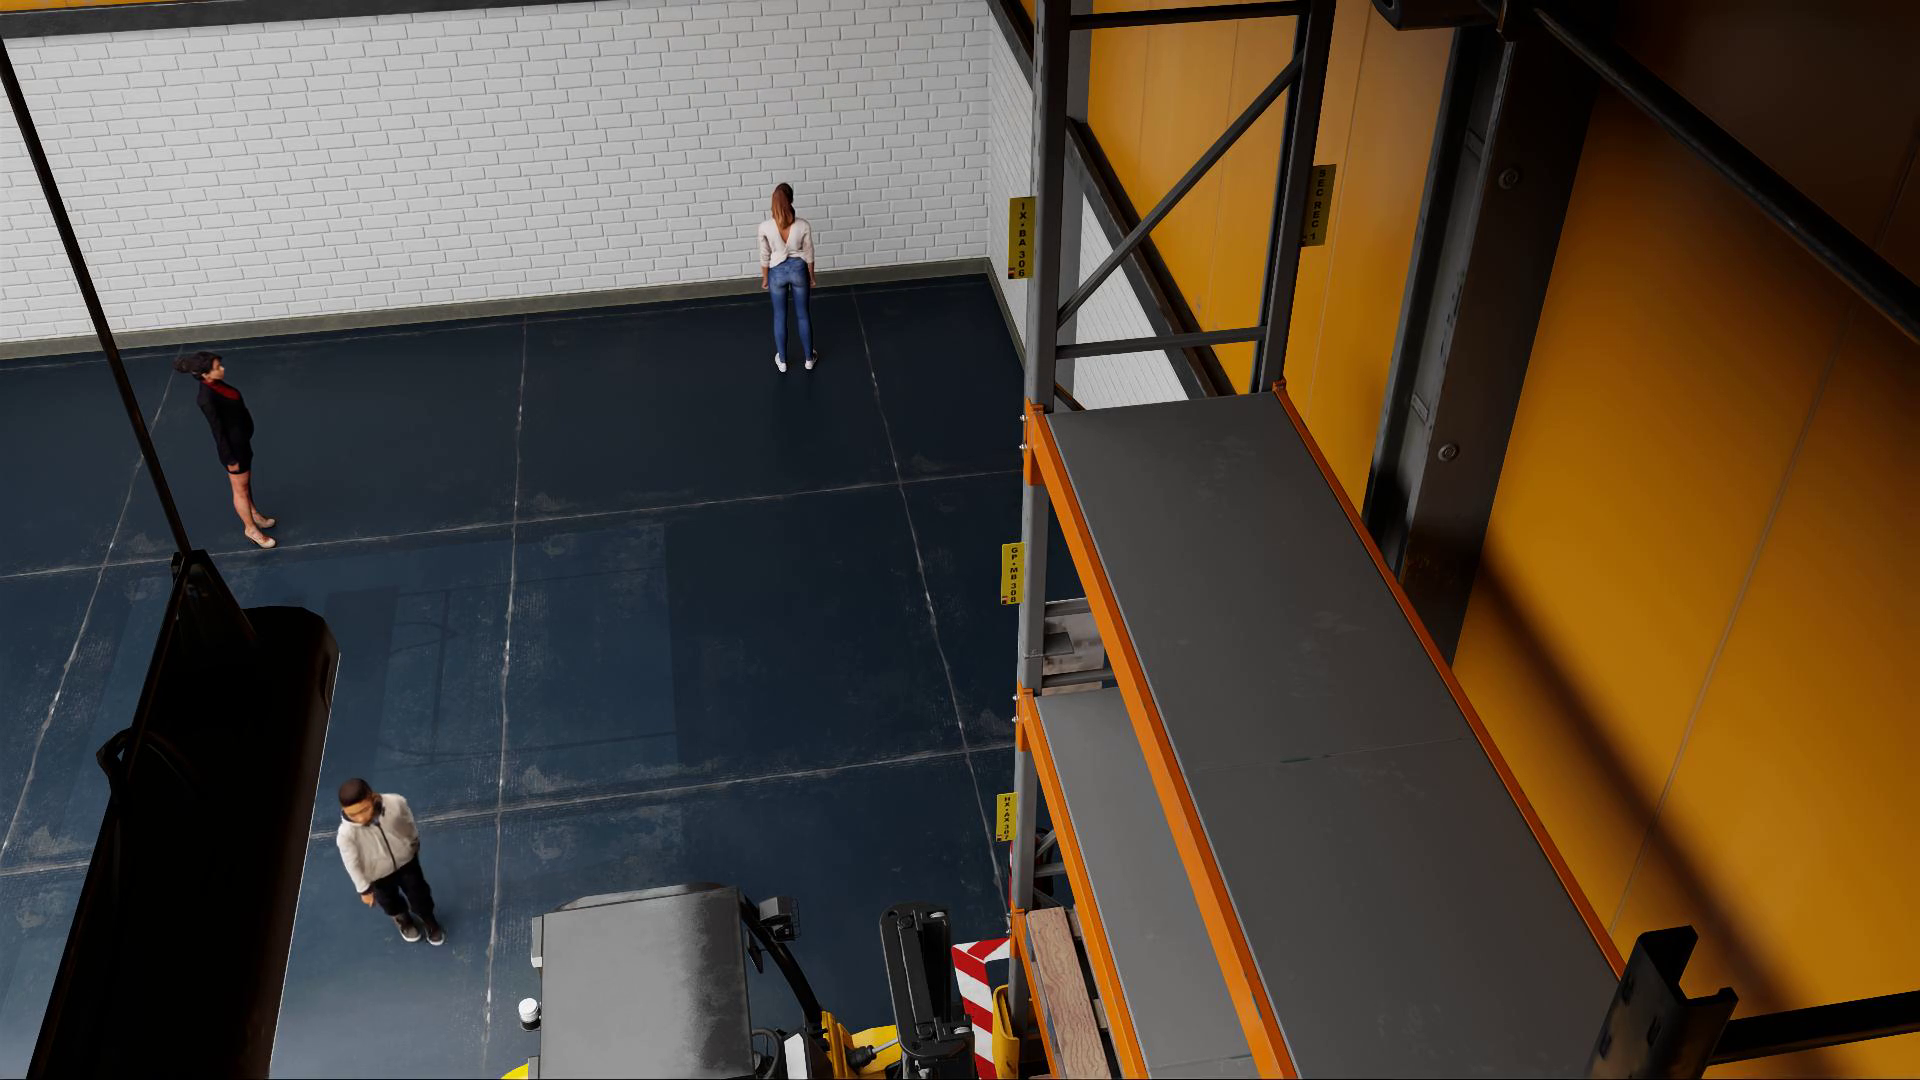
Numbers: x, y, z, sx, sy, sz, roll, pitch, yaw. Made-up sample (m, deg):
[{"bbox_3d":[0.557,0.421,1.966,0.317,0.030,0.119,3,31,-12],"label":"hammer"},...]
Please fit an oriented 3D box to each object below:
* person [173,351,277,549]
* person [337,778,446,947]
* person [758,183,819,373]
[{"bbox_3d":[-5.311,-0.670,12.164,0.662,1.640,0.585,-11,40,-13],"label":"person"},{"bbox_3d":[-3.219,1.746,9.314,0.772,1.421,0.733,26,45,29],"label":"person"},{"bbox_3d":[-1.445,-2.211,14.030,0.621,1.719,0.524,-4,39,-5],"label":"person"}]
